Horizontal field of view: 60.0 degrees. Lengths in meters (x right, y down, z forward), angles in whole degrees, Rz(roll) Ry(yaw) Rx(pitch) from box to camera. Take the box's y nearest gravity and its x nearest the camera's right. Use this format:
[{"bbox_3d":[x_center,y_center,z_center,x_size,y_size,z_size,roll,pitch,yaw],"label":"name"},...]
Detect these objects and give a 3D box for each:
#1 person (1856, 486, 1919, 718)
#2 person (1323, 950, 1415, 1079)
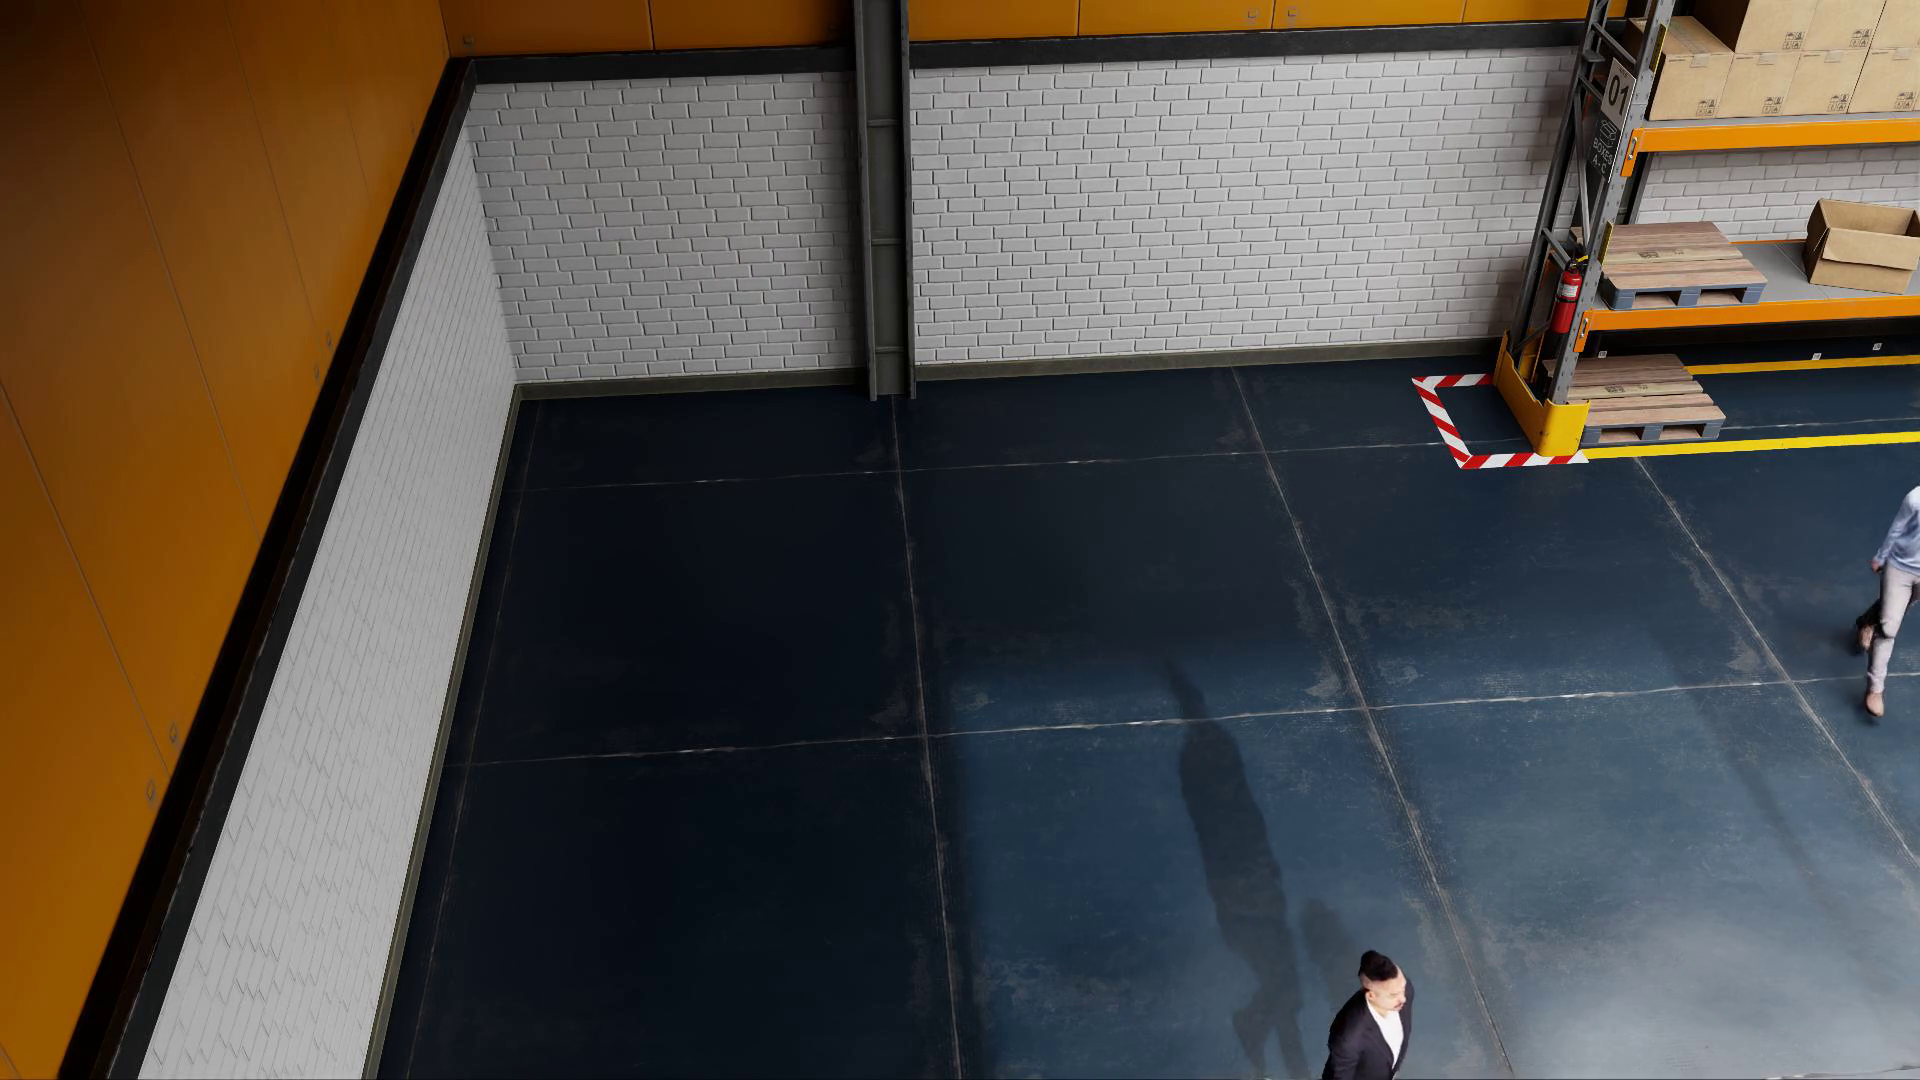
[{"bbox_3d":[6.312,0.161,11.045,1.286,1.841,1.013,9,39,11],"label":"person"},{"bbox_3d":[1.851,2.539,7.996,1.158,1.929,1.126,32,48,33],"label":"person"}]
